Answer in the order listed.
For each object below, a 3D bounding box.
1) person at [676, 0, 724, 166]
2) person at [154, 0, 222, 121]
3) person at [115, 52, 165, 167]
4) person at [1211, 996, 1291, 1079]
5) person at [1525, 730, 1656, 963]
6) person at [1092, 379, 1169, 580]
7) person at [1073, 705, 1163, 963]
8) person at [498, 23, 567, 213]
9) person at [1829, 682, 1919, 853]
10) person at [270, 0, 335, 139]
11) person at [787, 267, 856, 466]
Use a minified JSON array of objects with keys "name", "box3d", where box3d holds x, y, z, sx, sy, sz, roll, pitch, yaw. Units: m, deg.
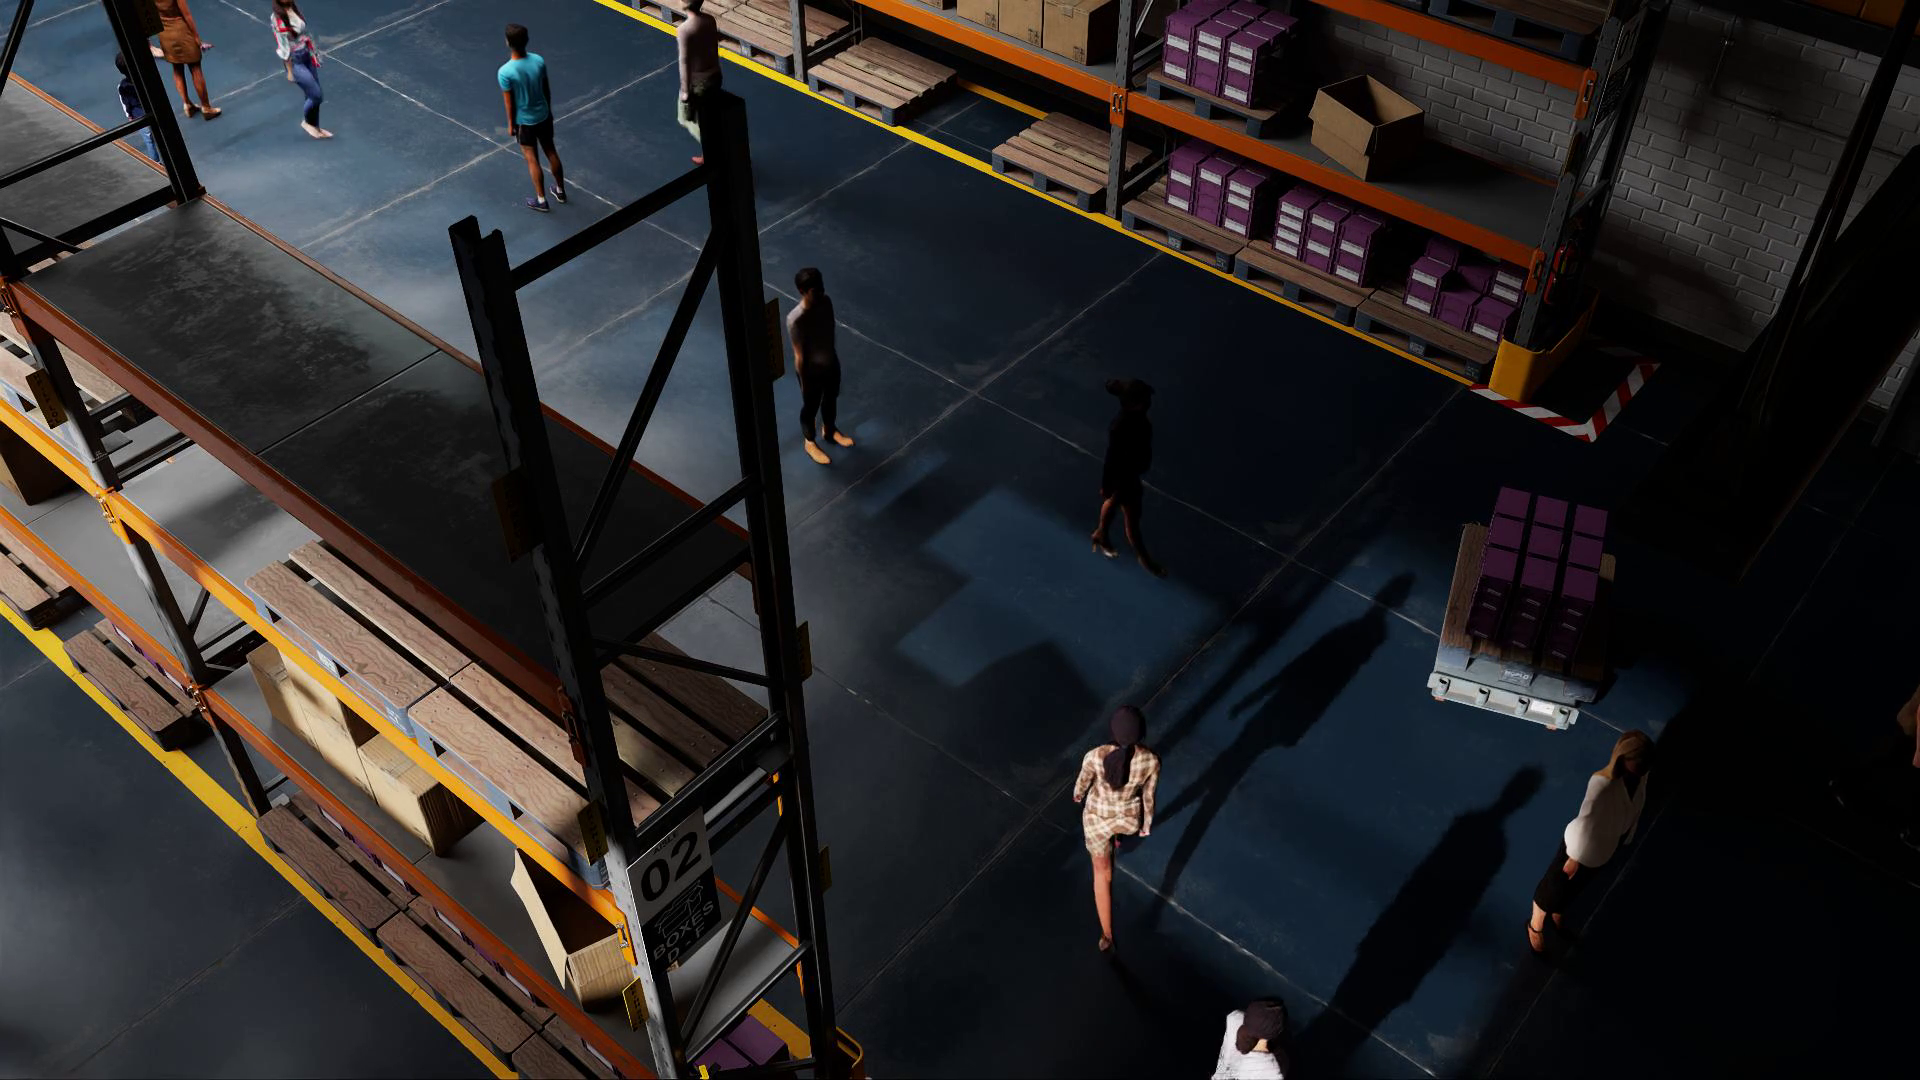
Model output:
[{"name":"person","box3d":[-2.316,-4.186,15.307,0.814,1.865,0.742,24,49,23]},{"name":"person","box3d":[-7.622,-4.899,16.186,0.588,1.684,0.699,9,44,10]},{"name":"person","box3d":[-7.637,-4.019,15.598,0.570,1.221,0.567,-24,49,-24]},{"name":"person","box3d":[1.305,2.762,8.087,0.833,1.764,0.816,-16,46,-16]},{"name":"person","box3d":[3.483,1.677,9.158,0.667,1.857,0.609,-27,50,-25]},{"name":"person","box3d":[1.085,-0.461,11.572,0.927,1.622,0.752,17,46,17]},{"name":"person","box3d":[0.860,1.643,9.276,1.068,1.744,1.129,-3,44,-3]},{"name":"person","box3d":[-3.840,-3.797,14.962,0.627,1.776,0.543,-34,53,-31]},{"name":"person","box3d":[5.673,1.055,9.830,0.982,1.831,1.131,-14,45,-14]},{"name":"person","box3d":[-6.394,-4.567,15.897,0.729,1.601,0.710,8,44,8]},{"name":"person","box3d":[-1.083,-1.329,12.413,0.566,1.719,0.626,24,49,23]}]
